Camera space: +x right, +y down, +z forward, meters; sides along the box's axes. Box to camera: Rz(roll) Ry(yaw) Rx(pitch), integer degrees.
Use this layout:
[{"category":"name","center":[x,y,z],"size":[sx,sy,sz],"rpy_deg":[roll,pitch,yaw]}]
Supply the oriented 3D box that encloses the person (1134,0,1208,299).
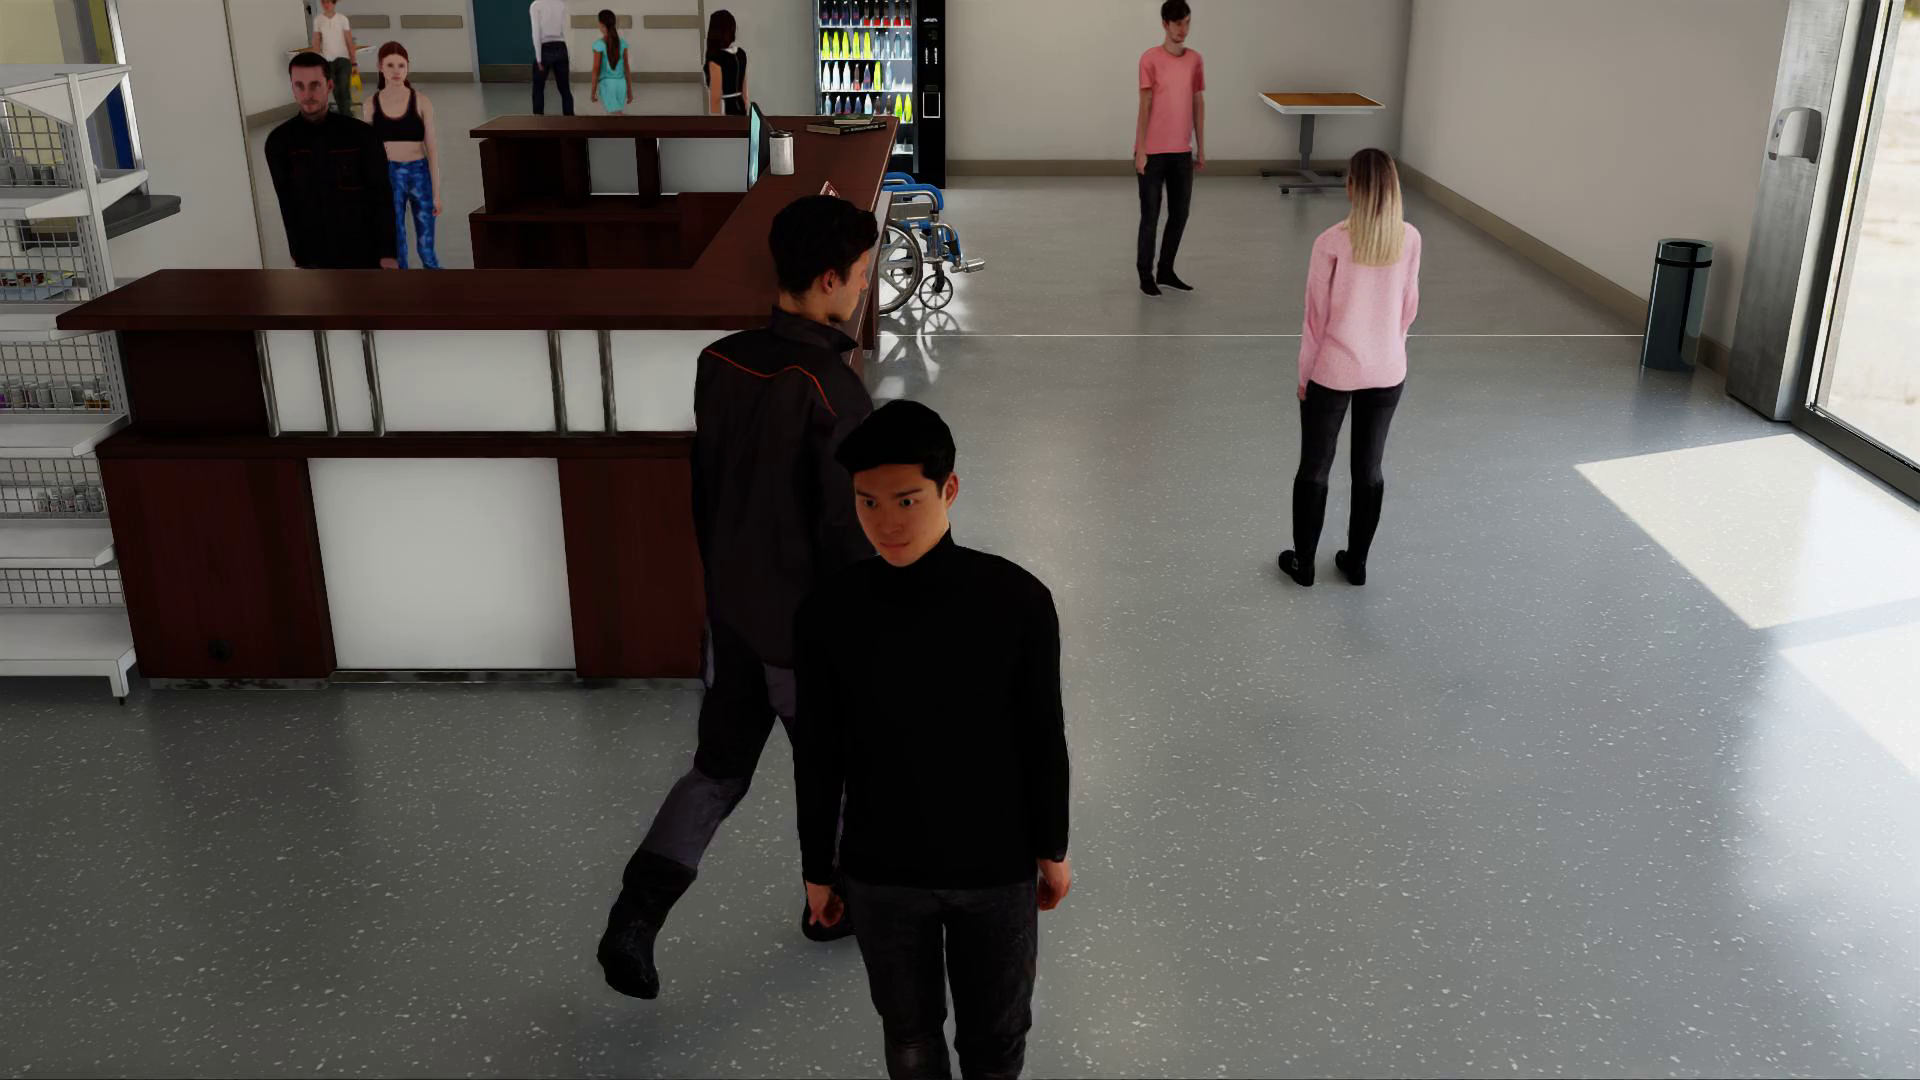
[{"category":"person","center":[1.369,-2.609,11.151],"size":[0.682,1.948,0.797],"rpy_deg":[-9,22,-22]}]

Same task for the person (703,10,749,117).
[{"category":"person","center":[-1.677,-3.061,12.583],"size":[1.017,1.780,0.862],"rpy_deg":[12,24,29]}]

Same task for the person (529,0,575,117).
[{"category":"person","center":[-4.619,-5.532,19.017],"size":[1.046,1.844,1.051],"rpy_deg":[-15,26,-35]}]

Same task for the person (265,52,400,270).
[{"category":"person","center":[-2.874,-1.293,7.794],"size":[1.228,1.866,0.927],"rpy_deg":[-4,21,-10]}]

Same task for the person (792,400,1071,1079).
[{"category":"person","center":[-0.032,0.541,3.169],"size":[0.598,1.711,0.765],"rpy_deg":[2,21,6]}]

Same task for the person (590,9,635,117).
[{"category":"person","center":[-3.487,-4.553,16.895],"size":[1.073,1.516,1.073],"rpy_deg":[-17,27,-38]}]

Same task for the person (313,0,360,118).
[{"category":"person","center":[-7.189,-5.492,19.247],"size":[1.052,1.607,0.686],"rpy_deg":[-1,21,-3]}]

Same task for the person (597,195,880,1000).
[{"category":"person","center":[-0.472,0.204,3.785],"size":[1.239,1.906,1.272],"rpy_deg":[16,26,36]}]

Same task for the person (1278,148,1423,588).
[{"category":"person","center":[1.510,-0.623,6.281],"size":[0.570,1.684,0.707],"rpy_deg":[-3,21,-8]}]

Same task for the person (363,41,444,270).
[{"category":"person","center":[-3.272,-2.043,9.938],"size":[1.152,1.750,0.812],"rpy_deg":[-4,21,-10]}]
